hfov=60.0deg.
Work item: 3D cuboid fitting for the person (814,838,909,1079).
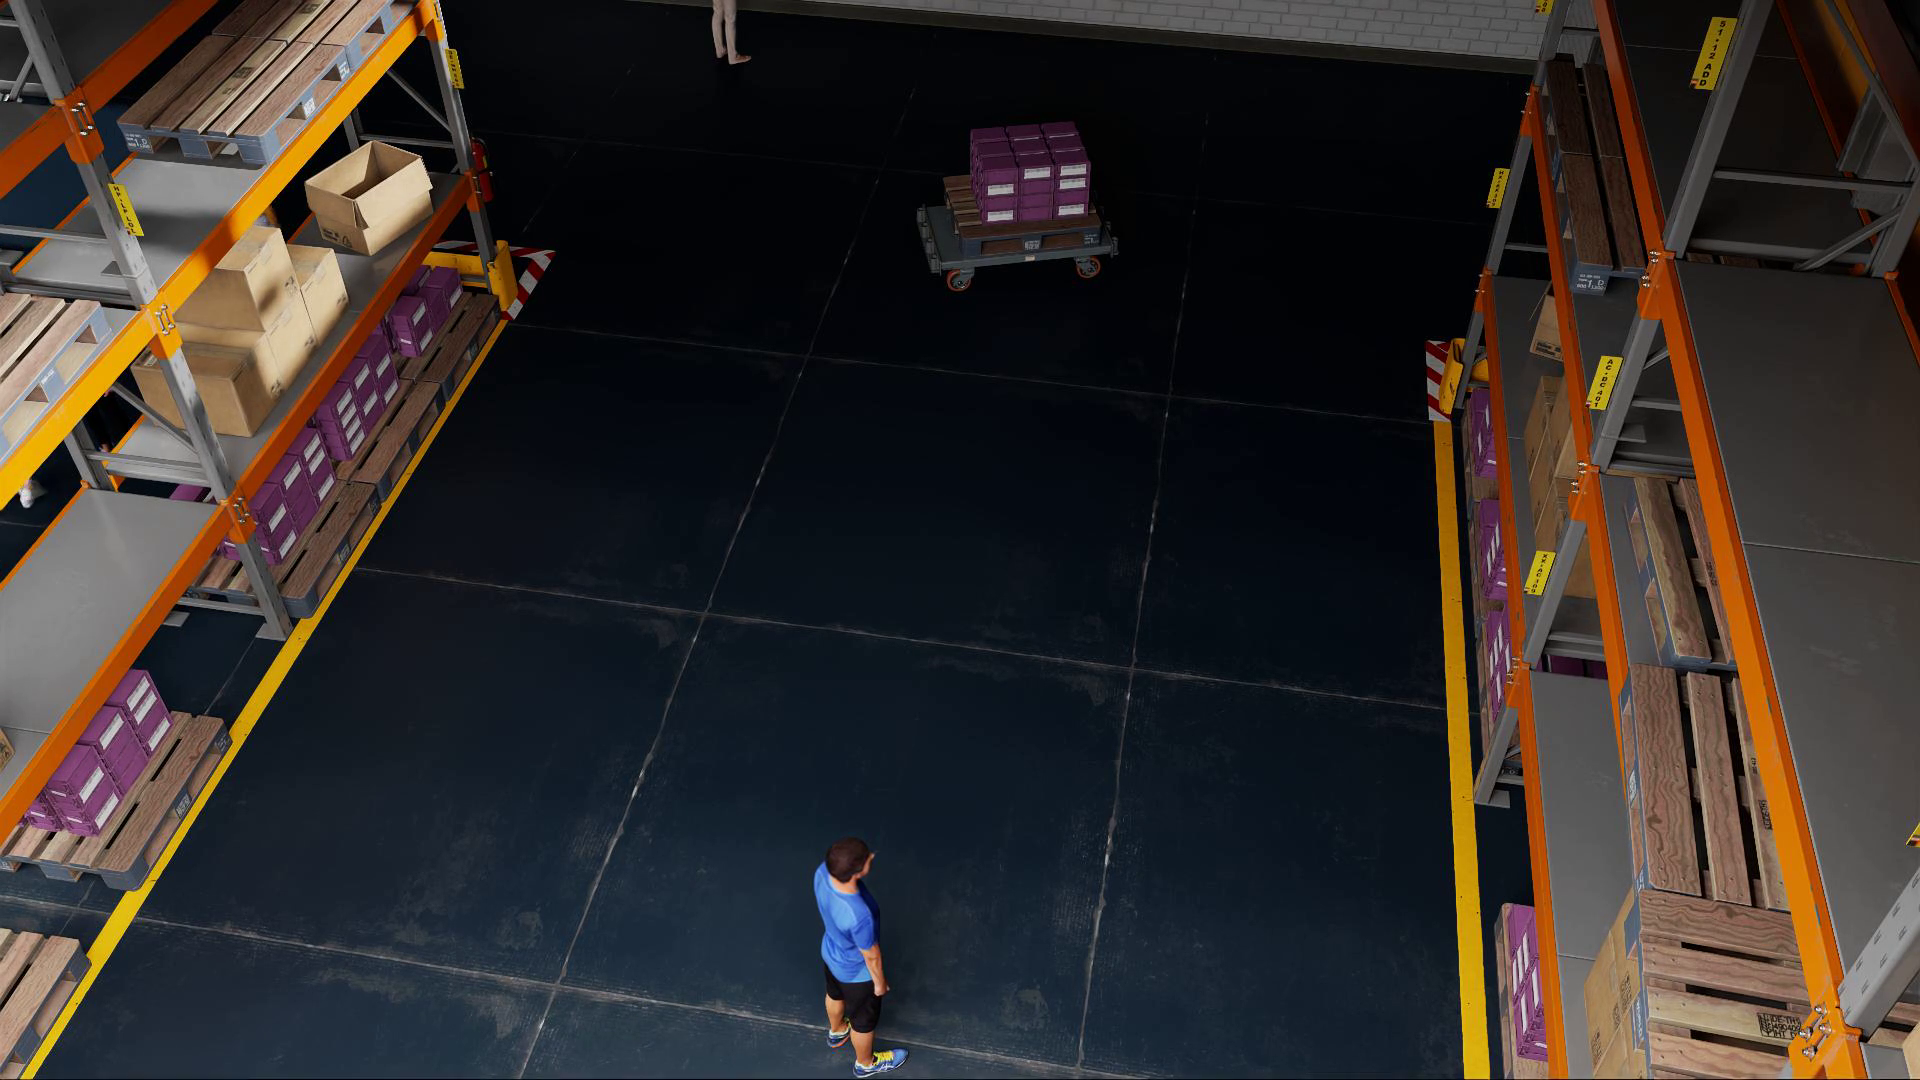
[{"bbox_3d":[-0.566,2.149,8.579,0.759,1.869,0.699,-26,49,-25],"label":"person"}]

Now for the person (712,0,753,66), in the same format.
[{"bbox_3d":[-2.422,-5.707,16.929,0.715,1.726,0.680,-32,52,-29],"label":"person"}]

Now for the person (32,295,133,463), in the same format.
[{"bbox_3d":[-6.445,-1.223,12.236,0.600,1.706,0.491,6,44,7],"label":"person"}]
